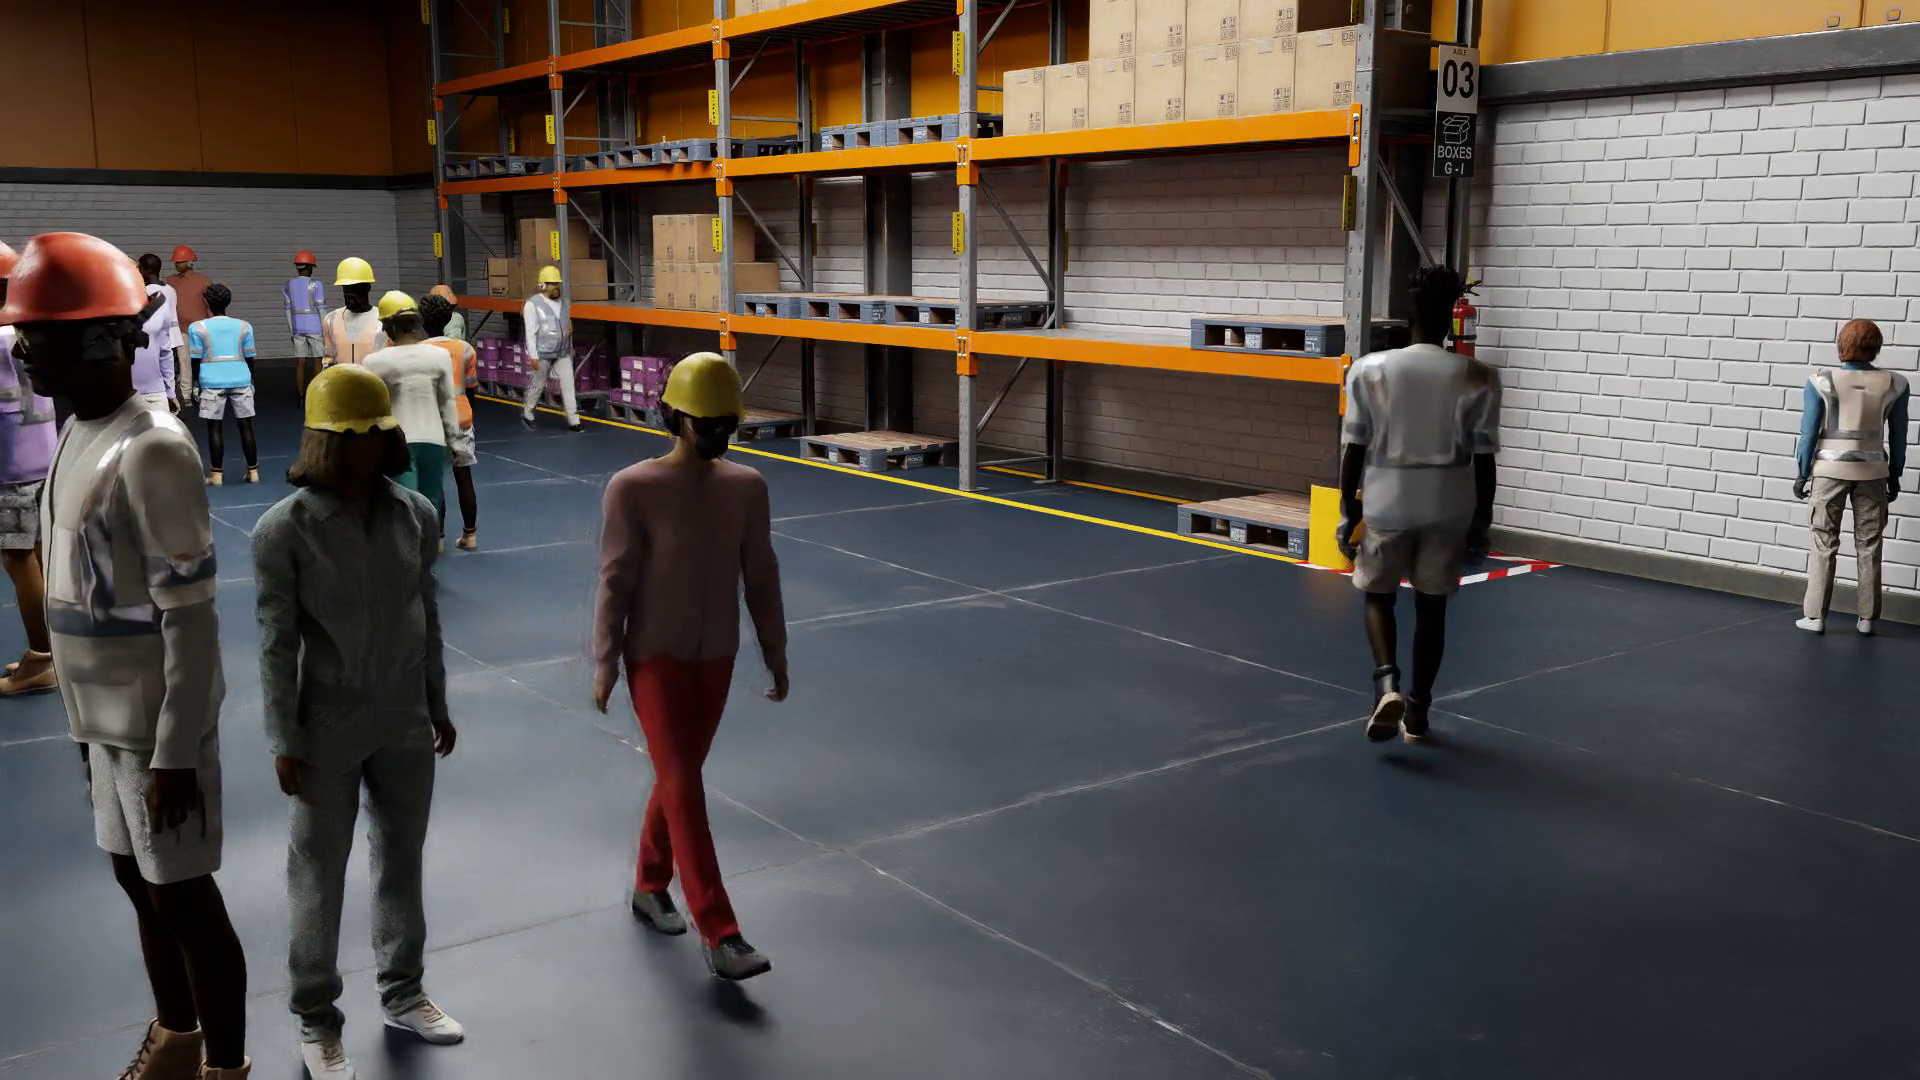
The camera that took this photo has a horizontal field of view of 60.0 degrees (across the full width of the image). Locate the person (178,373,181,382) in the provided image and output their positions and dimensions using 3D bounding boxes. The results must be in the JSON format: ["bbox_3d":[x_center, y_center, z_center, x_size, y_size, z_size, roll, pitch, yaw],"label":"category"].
[{"bbox_3d":[-11.175,-3.105,24.418,0.913,1.566,0.506,-10,14,-44],"label":"person"}]

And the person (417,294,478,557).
[{"bbox_3d":[-3.370,-0.741,10.806,0.318,1.697,0.535,9,13,40],"label":"person"}]

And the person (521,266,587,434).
[{"bbox_3d":[-4.413,-2.034,17.806,0.922,1.794,0.610,9,14,41],"label":"person"}]

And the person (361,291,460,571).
[{"bbox_3d":[-3.217,-0.553,9.586,0.552,1.741,0.696,-9,13,-40],"label":"person"}]

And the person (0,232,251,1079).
[{"bbox_3d":[-1.801,0.375,3.585,0.396,2.042,0.610,-9,14,-41],"label":"person"}]

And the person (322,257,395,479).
[{"bbox_3d":[-3.994,-0.921,11.166,0.594,1.926,0.367,1,10,7],"label":"person"}]

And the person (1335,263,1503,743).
[{"bbox_3d":[1.812,-0.116,6.595,0.625,1.945,0.560,2,10,13],"label":"person"}]

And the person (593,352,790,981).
[{"bbox_3d":[-0.705,0.343,4.643,0.539,1.712,0.886,-9,14,-42],"label":"person"}]

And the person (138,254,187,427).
[{"bbox_3d":[-8.081,-1.931,16.852,0.371,1.916,0.597,-1,10,-4],"label":"person"}]

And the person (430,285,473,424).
[{"bbox_3d":[-4.920,-1.634,16.018,0.289,1.626,0.498,3,10,15],"label":"person"}]

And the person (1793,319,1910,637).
[{"bbox_3d":[4.585,-0.314,8.583,0.523,1.636,0.310,2,10,11],"label":"person"}]

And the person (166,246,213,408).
[{"bbox_3d":[-9.472,-2.614,20.473,0.611,1.990,0.392,1,10,5],"label":"person"}]

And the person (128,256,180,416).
[{"bbox_3d":[-5.786,-1.015,11.658,0.362,1.939,0.636,7,12,35],"label":"person"}]

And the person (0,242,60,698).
[{"bbox_3d":[-4.254,-0.315,7.448,0.386,2.042,0.643,-2,10,-13],"label":"person"}]

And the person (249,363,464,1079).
[{"bbox_3d":[-1.443,0.442,4.045,0.320,1.742,0.492,8,13,37],"label":"person"}]

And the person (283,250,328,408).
[{"bbox_3d":[-7.987,-2.575,20.409,0.544,1.937,0.358,2,10,10],"label":"person"}]

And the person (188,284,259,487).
[{"bbox_3d":[-6.154,-1.293,13.923,0.533,1.690,0.322,-8,13,-38],"label":"person"}]
